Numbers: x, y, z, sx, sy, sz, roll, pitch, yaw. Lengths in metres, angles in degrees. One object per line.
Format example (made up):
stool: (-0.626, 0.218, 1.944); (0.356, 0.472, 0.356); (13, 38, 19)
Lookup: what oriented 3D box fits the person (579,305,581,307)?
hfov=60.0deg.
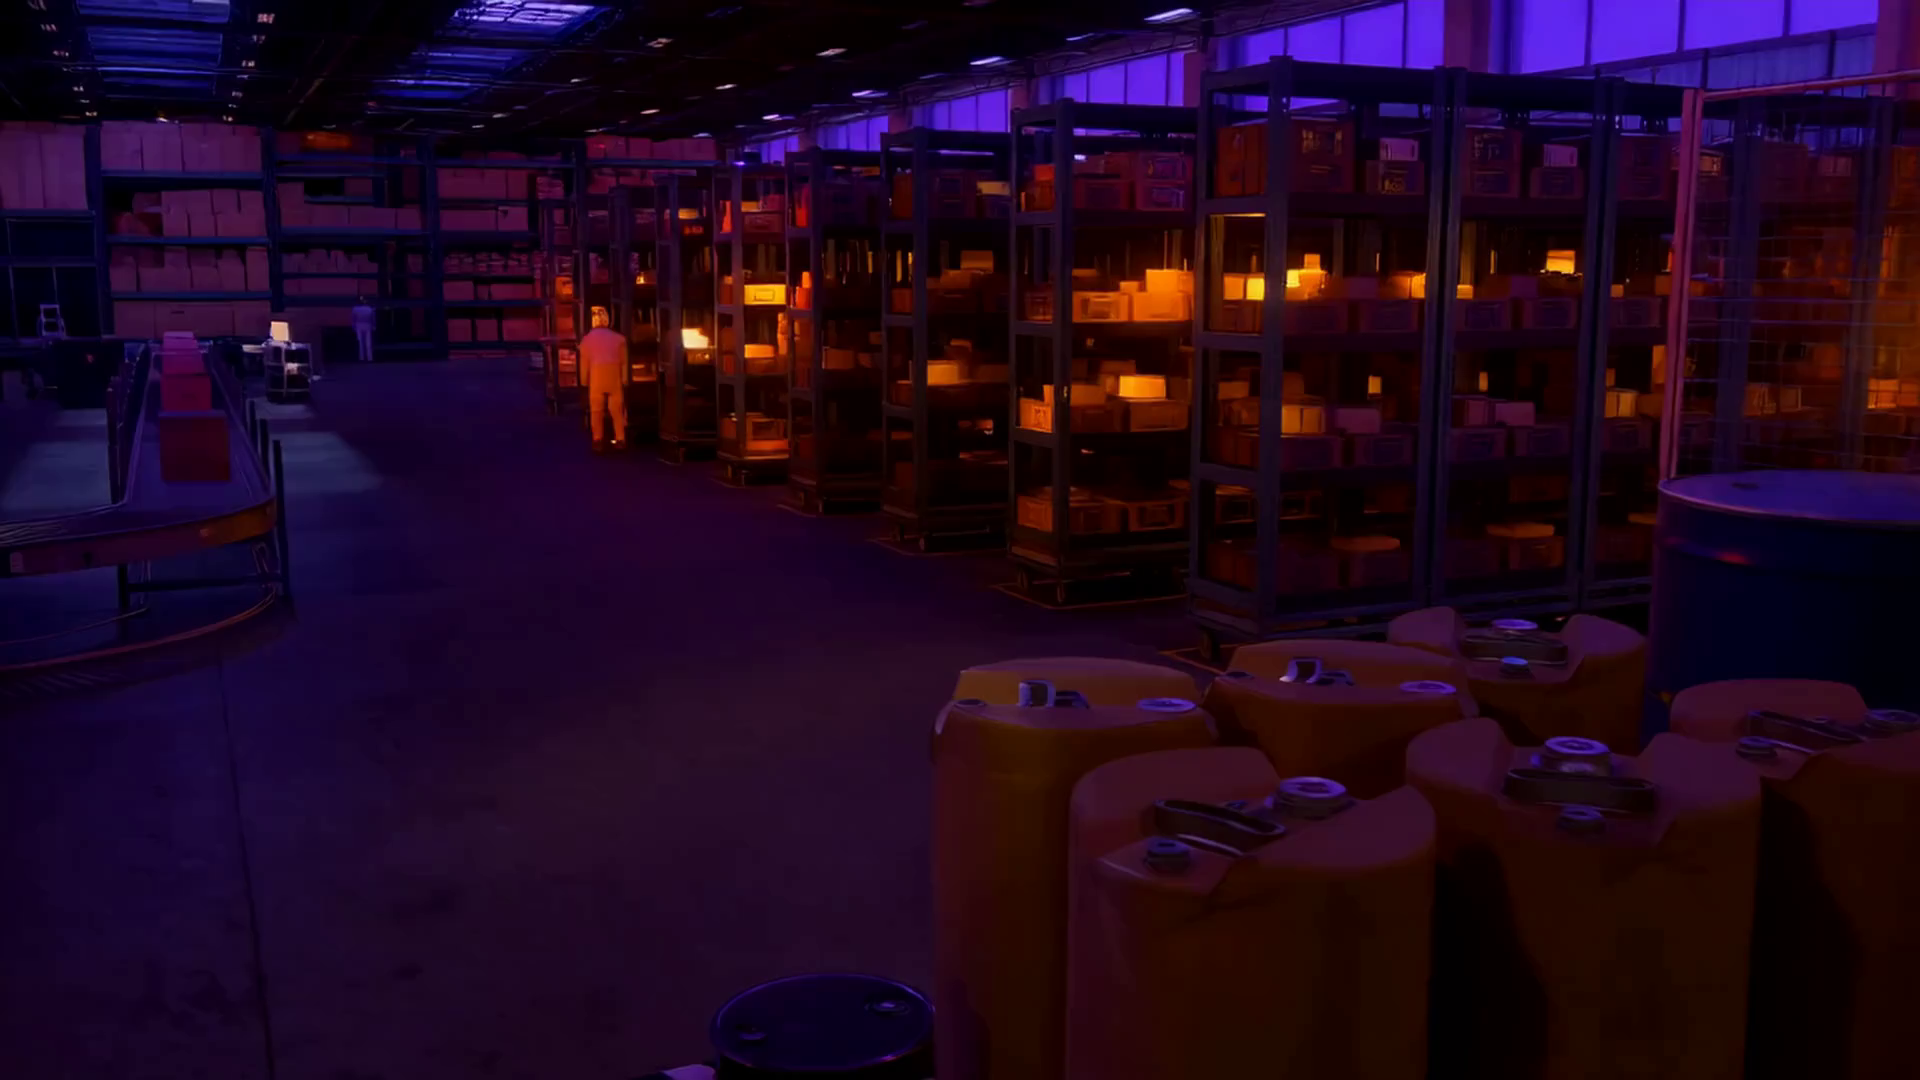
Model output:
person: (-11.891, -6.902, 52.161); (0.600, 1.827, 0.404); (-4, 10, -25)

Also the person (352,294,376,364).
person: (-15.683, -5.551, 43.777); (0.600, 1.827, 0.404); (-4, 10, -25)

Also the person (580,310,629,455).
person: (-4.702, -2.079, 22.004); (0.651, 1.904, 0.403); (-4, 10, -25)

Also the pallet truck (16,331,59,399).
pallet truck: (-17.082, -3.353, 31.781); (1.630, 1.274, 0.653); (-4, 10, -25)

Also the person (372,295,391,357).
person: (-16.370, -6.042, 47.021); (0.533, 1.767, 0.325); (-4, 10, -25)
